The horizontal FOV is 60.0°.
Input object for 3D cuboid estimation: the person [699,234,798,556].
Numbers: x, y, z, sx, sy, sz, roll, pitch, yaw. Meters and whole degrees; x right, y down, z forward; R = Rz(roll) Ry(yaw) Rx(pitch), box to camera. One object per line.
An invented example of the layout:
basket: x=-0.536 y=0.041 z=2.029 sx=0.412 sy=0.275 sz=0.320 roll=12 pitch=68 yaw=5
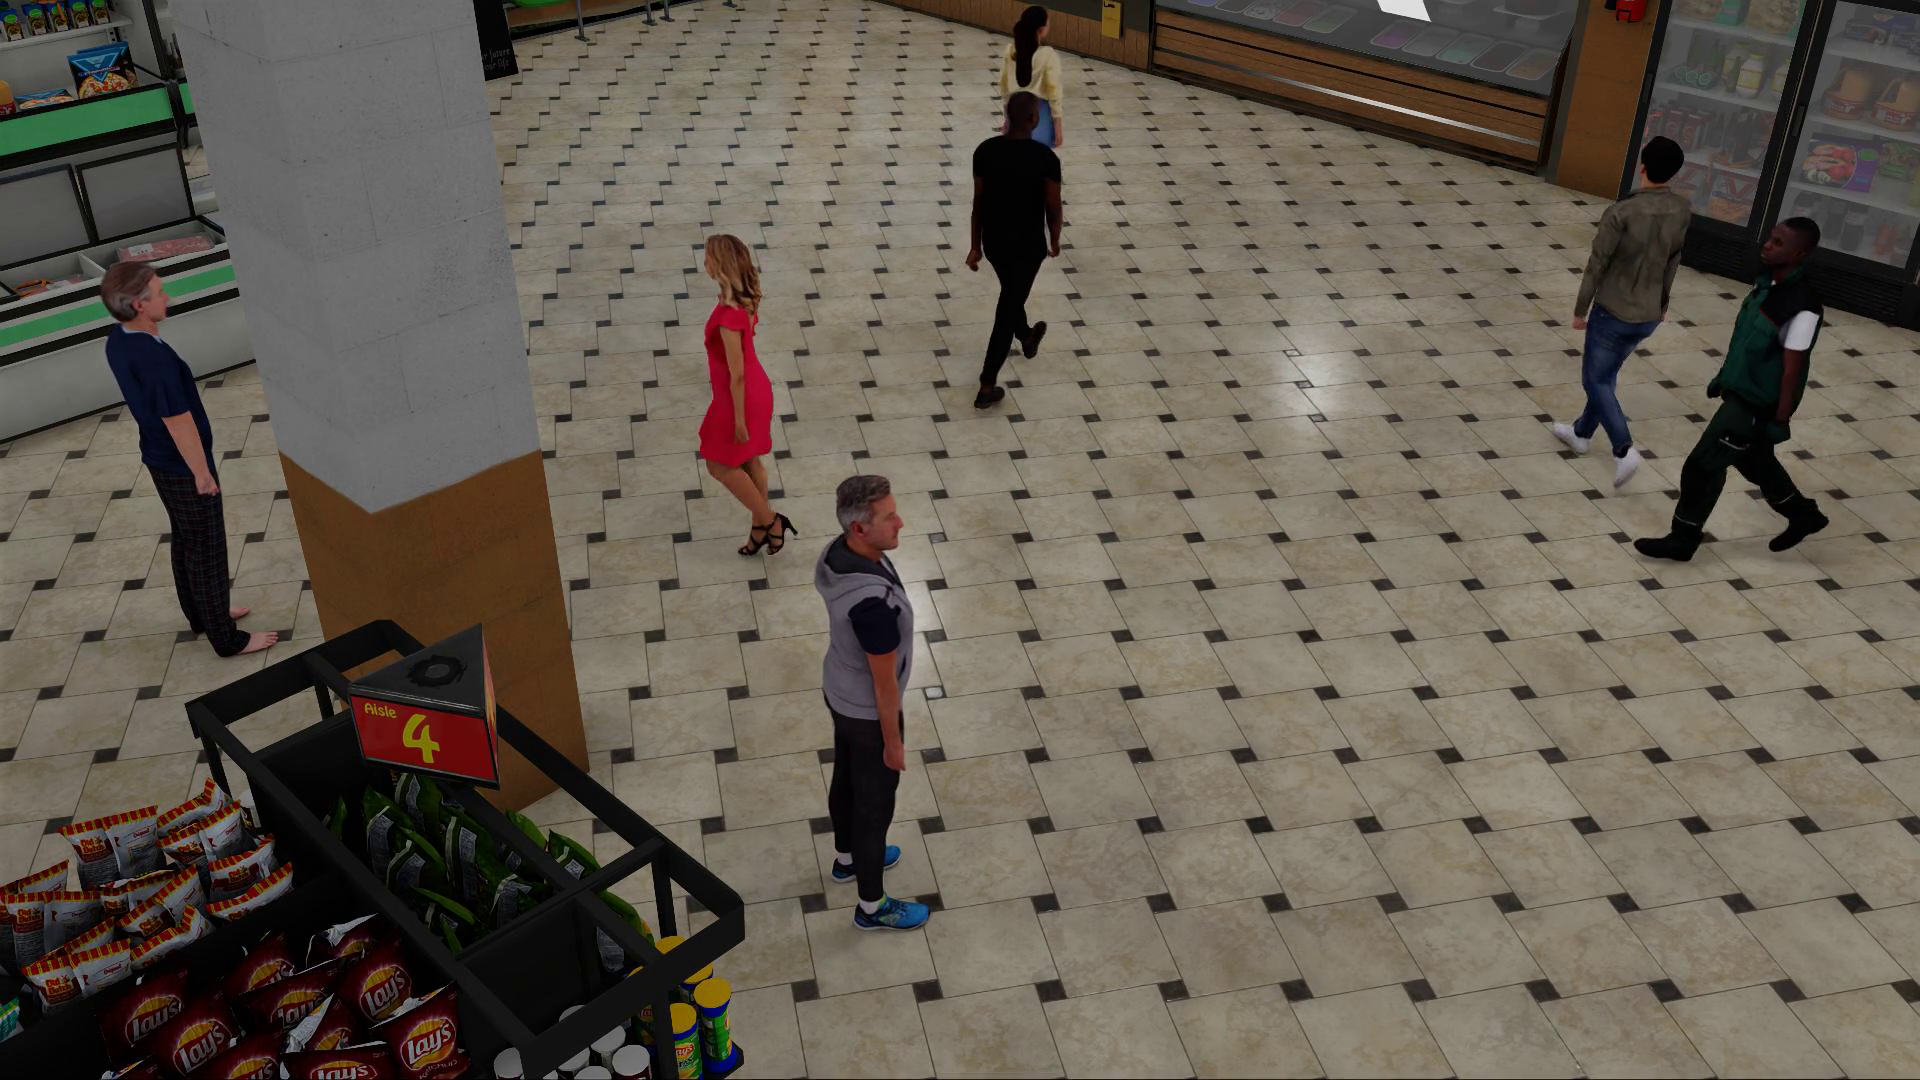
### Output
person: x=-0.970 y=-0.654 z=8.017 sx=0.806 sy=1.715 sz=0.759 roll=5 pitch=32 yaw=8

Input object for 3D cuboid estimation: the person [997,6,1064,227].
person: x=0.470 y=-2.929 z=11.762 sx=0.673 sy=1.620 sz=0.798 roll=24 pitch=39 yaw=33

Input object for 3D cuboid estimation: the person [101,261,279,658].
person: x=-3.460 y=-0.343 z=7.369 sx=0.560 sy=1.870 sz=0.672 roll=-24 pitch=39 yaw=-33

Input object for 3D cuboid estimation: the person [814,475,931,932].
person: x=-0.342 y=0.582 z=5.924 sx=0.732 sy=1.826 sz=0.764 roll=-10 pitch=33 yaw=-15

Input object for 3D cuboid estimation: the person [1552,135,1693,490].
person: x=3.518 y=-1.159 z=8.707 sx=1.154 sy=1.843 sz=1.093 roll=-8 pitch=33 yaw=-13

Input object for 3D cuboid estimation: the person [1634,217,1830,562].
person: x=3.891 y=-0.671 z=7.954 sx=1.166 sy=1.809 sz=1.192 roll=5 pitch=32 yaw=8

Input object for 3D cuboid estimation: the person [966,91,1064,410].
person: x=0.262 y=-1.593 z=9.472 sx=0.874 sy=1.772 sz=1.261 roll=16 pitch=35 yaw=24
